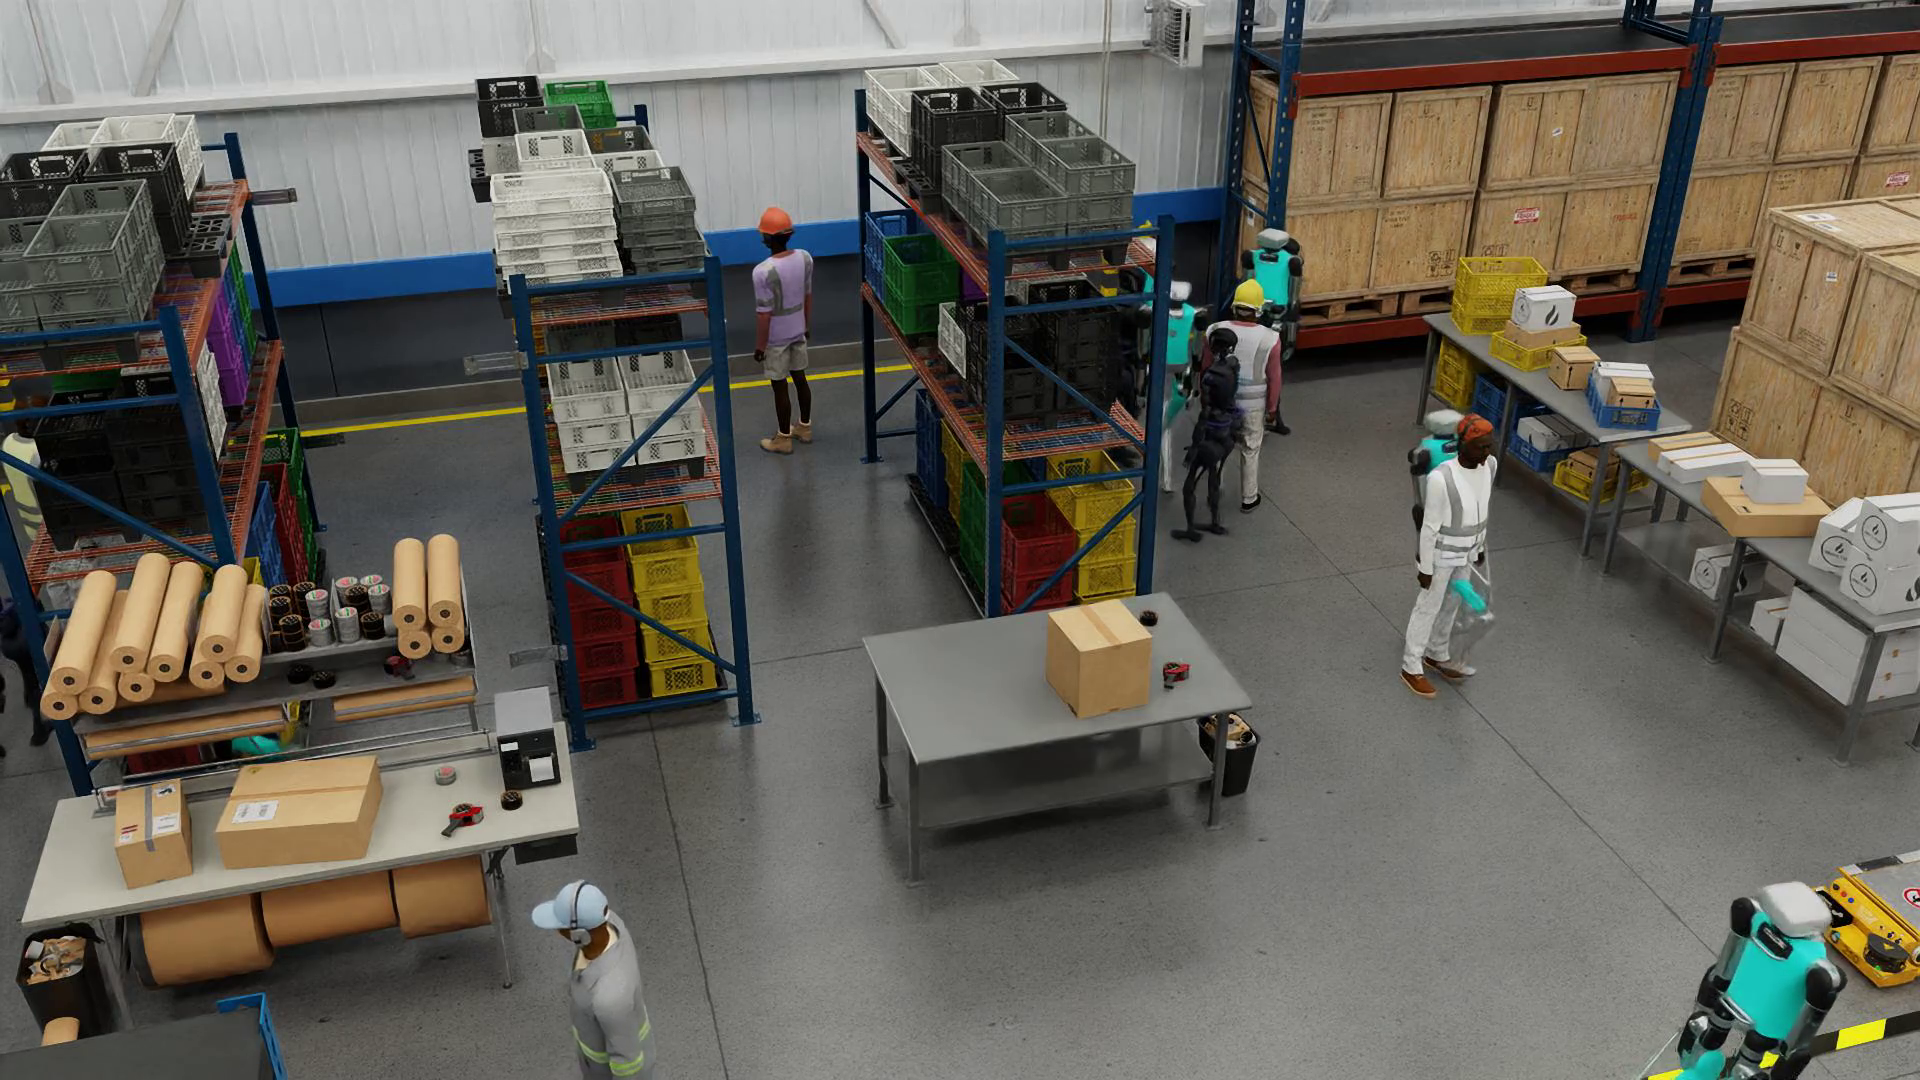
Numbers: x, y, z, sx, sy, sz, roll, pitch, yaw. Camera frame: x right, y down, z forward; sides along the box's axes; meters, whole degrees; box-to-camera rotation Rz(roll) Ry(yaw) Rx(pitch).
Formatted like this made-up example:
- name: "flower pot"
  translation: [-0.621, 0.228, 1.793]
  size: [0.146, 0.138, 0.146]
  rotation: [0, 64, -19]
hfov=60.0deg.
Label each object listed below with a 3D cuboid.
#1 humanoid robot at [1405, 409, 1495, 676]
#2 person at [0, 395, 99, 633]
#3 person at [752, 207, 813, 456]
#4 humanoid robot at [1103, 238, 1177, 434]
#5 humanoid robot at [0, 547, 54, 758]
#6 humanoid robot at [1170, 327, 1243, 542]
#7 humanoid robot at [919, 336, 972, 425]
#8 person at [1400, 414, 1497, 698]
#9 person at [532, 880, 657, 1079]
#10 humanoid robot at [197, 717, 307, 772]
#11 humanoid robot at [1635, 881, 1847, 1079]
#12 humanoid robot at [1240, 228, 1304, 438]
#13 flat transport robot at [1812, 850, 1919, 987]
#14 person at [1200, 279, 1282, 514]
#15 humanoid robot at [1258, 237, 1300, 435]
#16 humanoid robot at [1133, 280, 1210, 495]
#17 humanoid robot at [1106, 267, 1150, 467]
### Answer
- name: "humanoid robot"
  translation: [3.205, 0.121, 10.480]
  size: [0.530, 1.764, 0.912]
  rotation: [-21, 35, -33]
- name: "person"
  translation: [-5.733, -0.065, 10.650]
  size: [0.622, 1.841, 0.431]
  rotation: [18, 34, 30]
- name: "person"
  translation: [-1.434, -1.671, 13.363]
  size: [0.373, 2.043, 0.607]
  rotation: [20, 35, 32]
- name: "humanoid robot"
  translation: [1.334, -1.644, 13.751]
  size: [0.530, 1.877, 0.807]
  rotation: [-18, 34, -30]
- name: "humanoid robot"
  translation: [-5.654, 0.542, 9.713]
  size: [0.589, 1.639, 0.504]
  rotation: [-4, 29, -7]
- name: "humanoid robot"
  translation: [1.834, -0.776, 12.101]
  size: [0.373, 1.649, 0.605]
  rotation: [18, 33, 29]
- name: "humanoid robot"
  translation: [-0.100, -1.674, 13.746]
  size: [0.504, 1.633, 0.590]
  rotation: [-10, 30, -17]
- name: "person"
  translation: [3.054, 0.087, 10.327]
  size: [0.581, 1.882, 0.337]
  rotation: [-19, 34, -31]
- name: "person"
  translation: [-1.420, 2.105, 6.690]
  size: [0.401, 1.848, 0.590]
  rotation: [-8, 30, -15]
- name: "humanoid robot"
  translation: [-3.756, 1.047, 8.819]
  size: [0.742, 1.867, 0.547]
  rotation: [-9, 30, -16]
- name: "humanoid robot"
  translation: [2.946, 2.206, 6.704]
  size: [0.799, 1.846, 0.545]
  rotation: [-8, 30, -14]
- name: "humanoid robot"
  translation: [2.416, -1.606, 13.561]
  size: [0.561, 1.781, 0.778]
  rotation: [19, 34, 30]
- name: "flat transport robot"
  translation: [5.163, 1.916, 8.676]
  size: [1.431, 0.231, 0.659]
  rotation: [-8, 30, -14]
- name: "person"
  translation: [2.101, -1.067, 12.482]
  size: [0.598, 1.827, 0.404]
  rotation: [10, 30, 18]
- name: "humanoid robot"
  translation: [2.578, -1.718, 13.854]
  size: [0.613, 1.637, 0.618]
  rotation: [22, 36, 34]
- name: "humanoid robot"
  translation: [1.604, -1.239, 12.893]
  size: [0.549, 1.764, 0.867]
  rotation: [2, 29, 3]
- name: "humanoid robot"
  translation: [1.349, -1.398, 13.248]
  size: [0.325, 1.652, 0.583]
  rotation: [16, 32, 26]
